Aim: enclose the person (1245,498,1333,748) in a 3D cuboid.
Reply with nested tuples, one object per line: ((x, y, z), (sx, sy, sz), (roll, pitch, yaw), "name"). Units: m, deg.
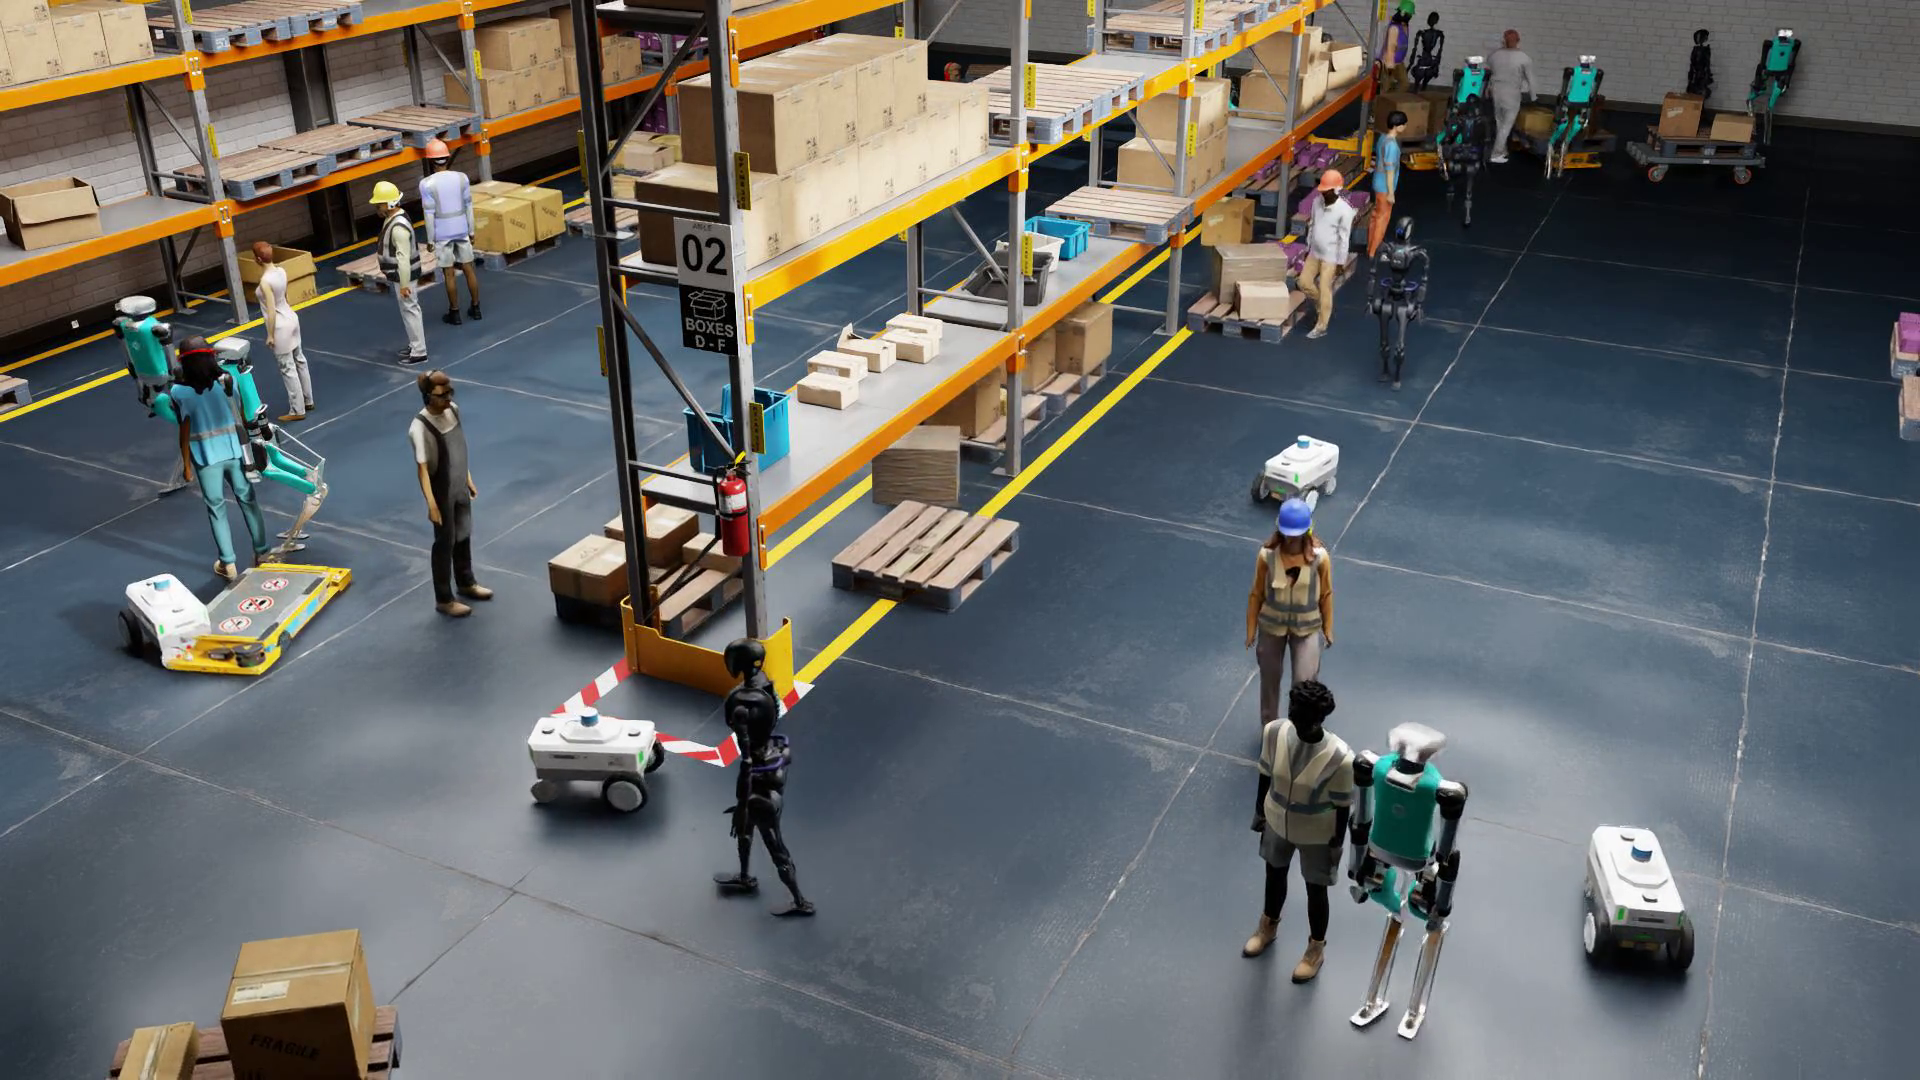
((1.979, 0.541, 9.986), (0.526, 1.764, 0.446), (5, 27, 11), "person")

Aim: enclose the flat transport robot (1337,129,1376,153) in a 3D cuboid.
((6.329, -5.829, 24.552), (1.431, 0.231, 0.659), (12, 29, 23), "flat transport robot")

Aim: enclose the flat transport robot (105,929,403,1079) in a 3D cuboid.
((-3.080, 2.754, 7.215), (0.659, 0.231, 1.431), (-5, 27, -10), "flat transport robot")

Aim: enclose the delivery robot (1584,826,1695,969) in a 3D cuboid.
((3.532, 1.854, 8.719), (0.499, 0.602, 0.801), (4, 27, 7), "delivery robot")

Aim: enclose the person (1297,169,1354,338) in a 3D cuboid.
((3.737, -2.936, 17.044), (0.387, 1.732, 0.591), (-16, 30, -28), "person")

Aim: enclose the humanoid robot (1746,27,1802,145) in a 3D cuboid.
((12.135, -6.852, 25.015), (0.547, 1.775, 0.870), (2, 26, 5), "humanoid robot")

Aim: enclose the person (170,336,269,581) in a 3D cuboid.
((-5.417, -0.596, 12.180), (0.539, 1.865, 0.373), (-20, 32, -34), "person")

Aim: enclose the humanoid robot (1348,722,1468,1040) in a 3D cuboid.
((2.166, 1.564, 7.928), (0.541, 1.756, 0.725), (19, 32, 34), "humanoid robot")

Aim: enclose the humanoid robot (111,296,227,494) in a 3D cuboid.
((-6.320, -1.153, 13.556), (0.535, 1.864, 0.787), (9, 28, 18), "humanoid robot")

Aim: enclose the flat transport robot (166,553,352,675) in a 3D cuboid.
((-4.923, 0.512, 11.744), (0.659, 0.231, 1.431), (3, 26, 6), "flat transport robot")

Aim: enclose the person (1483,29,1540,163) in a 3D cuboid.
((7.892, -6.345, 23.795), (0.647, 1.868, 0.751), (-23, 34, -38), "person")

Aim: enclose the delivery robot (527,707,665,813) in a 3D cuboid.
((-2.153, 1.280, 9.884), (0.796, 0.606, 0.499), (1, 26, 3), "delivery robot")

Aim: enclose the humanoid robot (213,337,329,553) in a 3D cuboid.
((-5.053, -0.705, 12.397), (0.735, 1.677, 0.533), (-2, 26, -4), "humanoid robot")

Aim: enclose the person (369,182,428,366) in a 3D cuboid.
((-5.480, -2.613, 16.311), (0.403, 1.824, 0.594), (-9, 28, -17), "person")

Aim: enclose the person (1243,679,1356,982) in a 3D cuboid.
((1.695, 1.426, 8.297), (0.535, 1.691, 0.318), (21, 33, 36), "person")

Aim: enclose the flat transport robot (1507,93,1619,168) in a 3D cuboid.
((8.700, -5.656, 24.203), (0.659, 0.231, 1.431), (-3, 27, -7), "flat transport robot")

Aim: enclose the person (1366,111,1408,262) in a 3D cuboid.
((4.993, -4.130, 19.444), (0.339, 1.758, 0.502), (0, 26, 1), "person")

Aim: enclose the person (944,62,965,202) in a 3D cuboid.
((-0.150, -5.300, 21.709), (0.374, 1.840, 0.566), (13, 29, 24), "person")

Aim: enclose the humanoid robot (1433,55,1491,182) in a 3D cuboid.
((6.791, -5.730, 22.810), (0.545, 1.898, 0.776), (-6, 27, -11), "humanoid robot")

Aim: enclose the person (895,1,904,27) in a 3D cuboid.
((-1.006, -9.502, 30.212), (0.365, 1.831, 0.514), (11, 29, 22), "person")

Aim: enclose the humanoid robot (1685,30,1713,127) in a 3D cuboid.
((11.189, -6.880, 25.144), (0.820, 1.620, 0.612), (-2, 26, -3), "humanoid robot")

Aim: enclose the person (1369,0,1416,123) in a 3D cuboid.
((6.810, -7.459, 26.015), (0.629, 1.889, 0.673), (17, 31, 31), "person")

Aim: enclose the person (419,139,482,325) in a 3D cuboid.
((-5.348, -3.220, 17.406), (0.549, 1.933, 0.372), (-22, 34, -37), "person")

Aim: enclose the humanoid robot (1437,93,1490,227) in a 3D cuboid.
((6.327, -4.767, 20.872), (0.608, 1.637, 0.751), (5, 27, 9), "humanoid robot")

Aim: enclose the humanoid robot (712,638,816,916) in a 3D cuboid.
((-1.073, 1.245, 8.688), (0.599, 1.640, 0.587), (2, 26, 4), "humanoid robot")

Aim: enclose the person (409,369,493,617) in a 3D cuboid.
((-3.603, -0.339, 11.702), (0.326, 1.838, 0.503), (7, 27, 15), "person")

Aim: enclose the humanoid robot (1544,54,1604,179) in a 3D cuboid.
((8.386, -5.790, 22.921), (0.552, 1.868, 0.756), (1, 26, 1), "humanoid robot")

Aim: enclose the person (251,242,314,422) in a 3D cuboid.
((-6.138, -1.887, 15.022), (0.285, 1.657, 0.449), (1, 26, 3), "person")

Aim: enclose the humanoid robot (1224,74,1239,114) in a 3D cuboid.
((4.092, -6.874, 25.102), (0.819, 1.863, 0.554), (-4, 27, -8), "humanoid robot")

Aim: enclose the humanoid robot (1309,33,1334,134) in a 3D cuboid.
((5.299, -6.688, 24.700), (0.368, 1.641, 0.609), (5, 27, 10), "humanoid robot")

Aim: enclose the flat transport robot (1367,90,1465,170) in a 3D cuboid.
((6.598, -5.636, 24.163), (0.659, 0.231, 1.431), (-5, 27, -9), "flat transport robot")

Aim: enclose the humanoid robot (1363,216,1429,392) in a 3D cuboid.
((4.120, -2.250, 15.741), (0.593, 1.643, 0.537), (14, 30, 26), "humanoid robot")

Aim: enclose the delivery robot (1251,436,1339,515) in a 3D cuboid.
((2.770, -0.556, 13.568), (0.499, 0.585, 0.765), (21, 33, 36), "delivery robot")

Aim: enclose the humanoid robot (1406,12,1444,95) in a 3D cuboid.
((7.328, -7.549, 26.460), (0.610, 1.649, 0.554), (-9, 28, -18), "humanoid robot")

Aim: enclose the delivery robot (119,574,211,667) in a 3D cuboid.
((-5.421, 0.510, 11.411), (0.520, 0.582, 0.754), (-21, 33, -36), "delivery robot")
